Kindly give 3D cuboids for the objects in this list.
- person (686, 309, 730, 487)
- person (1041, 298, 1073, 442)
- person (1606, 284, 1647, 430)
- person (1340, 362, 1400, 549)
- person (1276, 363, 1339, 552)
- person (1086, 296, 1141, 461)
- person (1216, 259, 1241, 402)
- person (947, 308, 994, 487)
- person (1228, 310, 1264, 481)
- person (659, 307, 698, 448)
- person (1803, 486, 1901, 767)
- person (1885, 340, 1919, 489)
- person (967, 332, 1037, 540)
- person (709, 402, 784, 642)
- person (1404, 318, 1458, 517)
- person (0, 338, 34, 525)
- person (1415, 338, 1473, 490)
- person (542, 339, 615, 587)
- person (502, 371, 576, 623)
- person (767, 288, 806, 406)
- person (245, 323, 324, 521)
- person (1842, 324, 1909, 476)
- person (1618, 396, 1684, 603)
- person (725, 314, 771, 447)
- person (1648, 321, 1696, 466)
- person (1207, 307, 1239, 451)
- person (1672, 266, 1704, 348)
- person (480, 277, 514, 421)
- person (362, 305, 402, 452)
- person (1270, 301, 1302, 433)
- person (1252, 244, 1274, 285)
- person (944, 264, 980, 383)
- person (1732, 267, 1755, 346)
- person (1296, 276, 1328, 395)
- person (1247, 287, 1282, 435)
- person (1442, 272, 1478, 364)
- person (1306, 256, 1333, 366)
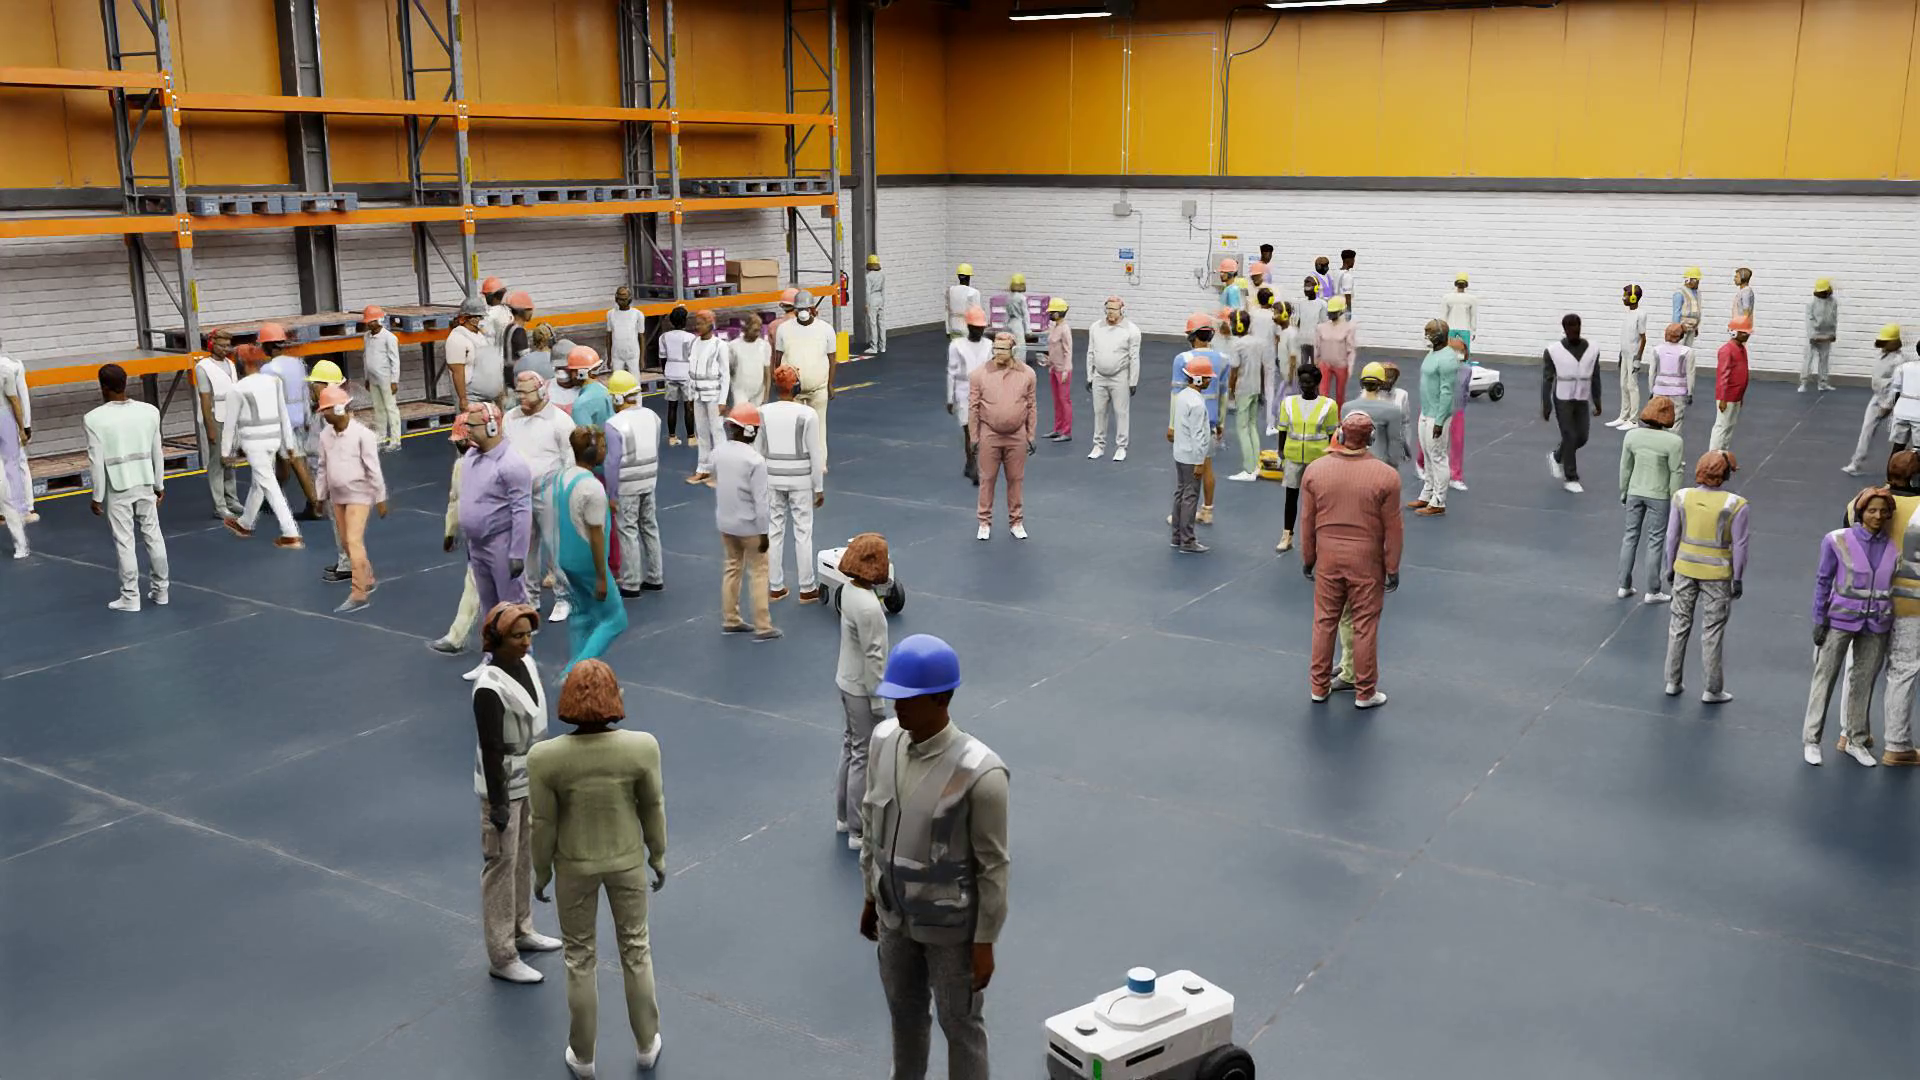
[{"bbox_3d":[-2.691,-1.512,17.708,0.574,1.884,0.355,10,17,38],"label":"person"},{"bbox_3d":[1.213,-2.094,20.491,0.328,1.769,0.526,-4,14,-17],"label":"person"},{"bbox_3d":[8.597,-2.341,21.346,0.315,1.864,0.528,-1,13,-2],"label":"person"},{"bbox_3d":[3.485,-0.635,14.191,0.527,1.760,0.337,8,15,31],"label":"person"},{"bbox_3d":[3.049,-0.713,14.654,0.542,1.695,0.316,6,14,23],"label":"person"},{"bbox_3d":[1.755,-1.862,19.202,0.645,1.901,0.400,7,15,27],"label":"person"},{"bbox_3d":[3.811,-2.985,23.749,0.374,2.044,0.607,1,13,3],"label":"person"},{"bbox_3d":[0.184,-1.526,17.766,0.565,1.882,0.985,-5,14,-21],"label":"person"},{"bbox_3d":[3.108,-1.560,17.998,0.574,1.848,0.428,-12,18,-43],"label":"person"},{"bbox_3d":[-3.360,-1.953,20.030,0.532,1.697,0.319,5,14,21],"label":"person"},{"bbox_3d":[5.146,0.495,9.536,0.515,1.641,0.314,1,13,6],"label":"person"},{"bbox_3d":[9.770,-1.247,16.993,0.319,1.686,0.539,-6,14,-25],"label":"person"},{"bbox_3d":[0.392,-0.946,15.209,0.649,1.906,0.409,-2,13,-8],"label":"person"},{"bbox_3d":[-1.546,-0.130,12.029,0.572,1.740,0.358,11,17,40],"label":"person"},{"bbox_3d":[4.625,-1.194,16.220,0.372,1.936,0.632,0,13,-1],"label":"person"},{"bbox_3d":[-9.167,-1.086,15.866,0.337,1.879,0.584,9,16,35],"label":"person"},{"bbox_3d":[5.175,-1.375,17.746,0.492,1.603,0.792,-3,13,-11],"label":"person"},{"bbox_3d":[-3.149,-0.612,13.459,0.690,2.000,0.538,0,13,2],"label":"person"},{"bbox_3d":[-3.190,-0.326,12.520,0.651,1.904,0.403,5,14,20],"label":"person"},{"bbox_3d":[-1.916,-1.880,19.055,0.613,1.997,0.386,7,15,27],"label":"person"},{"bbox_3d":[-6.583,-1.124,15.970,0.948,1.898,0.554,3,13,12],"label":"person"},{"bbox_3d":[10.095,-1.513,18.123,0.852,1.688,0.495,-3,13,-11],"label":"person"},{"bbox_3d":[5.440,-0.325,13.108,0.278,1.631,0.507,-10,16,-36],"label":"person"},{"bbox_3d":[-2.330,-1.590,18.285,0.512,1.795,0.841,-6,14,-25],"label":"person"},{"bbox_3d":[8.037,-1.645,18.819,0.513,1.641,0.307,12,18,42],"label":"person"},{"bbox_3d":[3.150,-1.914,19.813,0.573,1.710,0.771,-6,14,-26],"label":"person"},{"bbox_3d":[11.141,-3.276,25.512,0.585,1.824,0.409,-9,16,-35],"label":"person"},{"bbox_3d":[-5.600,-2.158,20.163,0.381,2.040,0.615,5,14,22],"label":"person"},{"bbox_3d":[-6.905,-1.924,19.787,0.562,1.749,0.340,9,16,33],"label":"person"},{"bbox_3d":[3.791,-1.845,19.247,0.442,1.841,0.587,1,13,3],"label":"person"},{"bbox_3d":[5.350,-4.258,29.452,0.374,1.960,0.600,5,14,21],"label":"person"},{"bbox_3d":[0.046,-3.126,24.645,0.582,1.919,0.396,6,14,25],"label":"person"},{"bbox_3d":[11.679,-3.149,24.892,0.327,1.843,0.516,5,14,21],"label":"person"},{"bbox_3d":[4.798,-2.679,22.802,0.309,1.868,0.534,-11,17,-39],"label":"person"},{"bbox_3d":[3.809,-2.247,20.941,0.518,1.865,0.323,4,14,18],"label":"person"},{"bbox_3d":[7.542,-3.165,25.156,0.523,1.760,0.336,5,14,19],"label":"person"},{"bbox_3d":[6.014,-3.818,27.833,0.429,1.839,0.632,12,18,42],"label":"person"}]
